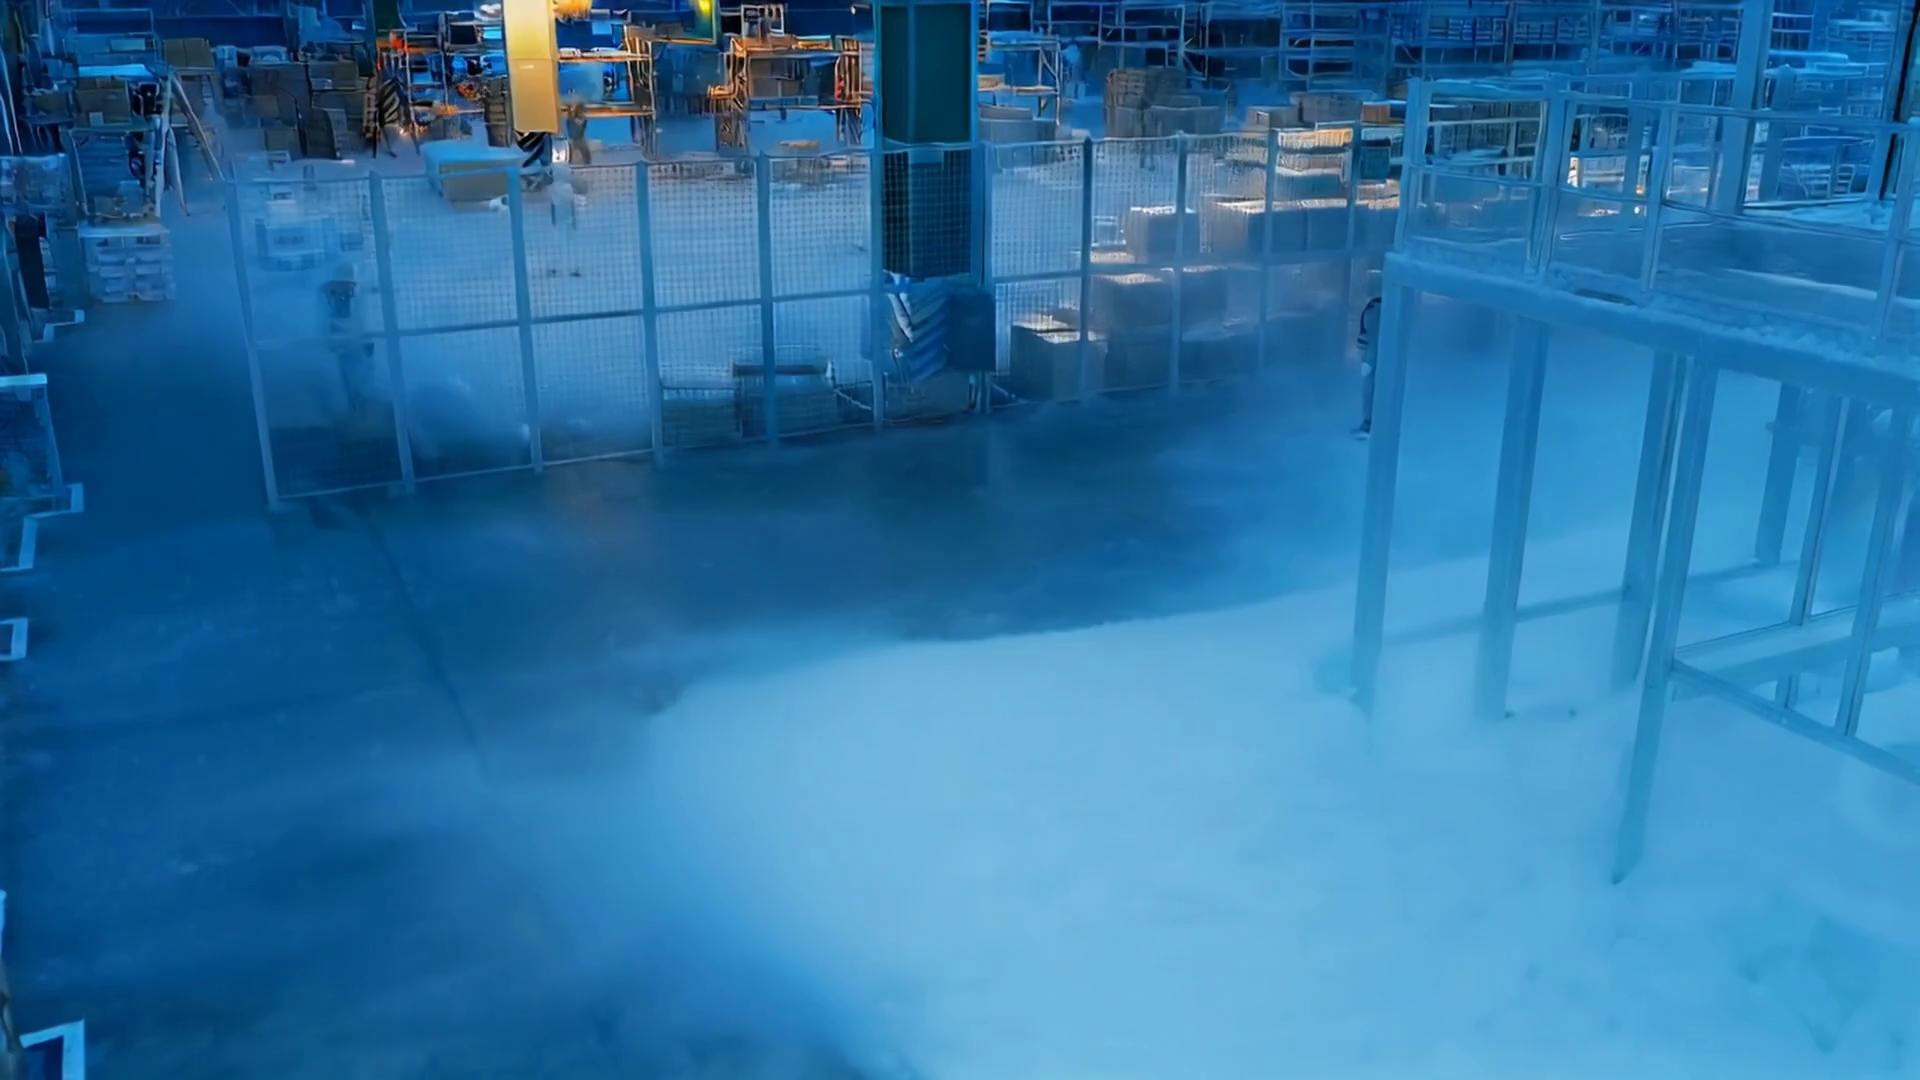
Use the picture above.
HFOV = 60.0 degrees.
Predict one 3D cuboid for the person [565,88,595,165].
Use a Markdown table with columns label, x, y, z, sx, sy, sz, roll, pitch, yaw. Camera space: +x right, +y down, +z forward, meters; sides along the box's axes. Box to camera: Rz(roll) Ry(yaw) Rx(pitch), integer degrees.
| label | x | y | z | sx | sy | sz | roll | pitch | yaw |
| --- | --- | --- | --- | --- | --- | --- | --- | --- | --- |
| person | -9.901 | -10.635 | 42.767 | 1.035 | 2.000 | 0.701 | -10 | 21 | -26 |

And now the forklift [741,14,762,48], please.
| label | x | y | z | sx | sy | sz | roll | pitch | yaw |
| --- | --- | --- | --- | --- | --- | --- | --- | --- | --- |
| forklift | -9.802 | -23.402 | 78.507 | 1.129 | 2.768 | 1.873 | -9 | 21 | -25 |

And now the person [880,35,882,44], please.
| label | x | y | z | sx | sy | sz | roll | pitch | yaw |
| --- | --- | --- | --- | --- | --- | --- | --- | --- | --- |
| person | -3.763 | -23.958 | 81.546 | 0.553 | 1.933 | 0.370 | 7 | 20 | 19 |

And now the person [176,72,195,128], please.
| label | x | y | z | sx | sy | sz | roll | pitch | yaw |
| --- | --- | --- | --- | --- | --- | --- | --- | --- | --- |
| person | -24.307 | -13.877 | 52.351 | 0.497 | 1.914 | 0.593 | 17 | 26 | 41 |

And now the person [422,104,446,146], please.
| label | x | y | z | sx | sy | sz | roll | pitch | yaw |
| --- | --- | --- | --- | --- | --- | --- | --- | --- | --- |
| person | -12.346 | -9.330 | 39.223 | 0.622 | 1.883 | 0.744 | 6 | 20 | 18 |

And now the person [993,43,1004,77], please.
| label | x | y | z | sx | sy | sz | roll | pitch | yaw |
| --- | --- | --- | --- | --- | --- | --- | --- | --- | --- |
| person | 1.572 | -20.429 | 71.495 | 0.727 | 1.816 | 0.654 | -9 | 21 | -25 |

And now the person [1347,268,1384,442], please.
| label | x | y | z | sx | sy | sz | roll | pitch | yaw |
| --- | --- | --- | --- | --- | --- | --- | --- | --- | --- |
| person | 4.435 | -1.998 | 17.966 | 0.350 | 1.884 | 0.583 | 6 | 20 | 17 |

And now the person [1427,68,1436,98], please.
| label | x | y | z | sx | sy | sz | roll | pitch | yaw |
| --- | --- | --- | --- | --- | --- | --- | --- | --- | --- |
| person | 16.110 | -15.374 | 57.103 | 0.519 | 1.645 | 0.307 | -17 | 25 | -40 |

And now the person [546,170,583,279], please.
| label | x | y | z | sx | sy | sz | roll | pitch | yaw |
| --- | --- | --- | --- | --- | --- | --- | --- | --- | --- |
| person | -6.573 | -5.241 | 27.491 | 0.532 | 1.805 | 1.033 | -17 | 25 | -40 |

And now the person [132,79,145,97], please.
| label | x | y | z | sx | sy | sz | roll | pitch | yaw |
| --- | --- | --- | --- | --- | --- | --- | --- | --- | --- |
| person | -25.369 | -13.405 | 51.419 | 0.522 | 1.631 | 0.324 | 5 | 20 | 14 |

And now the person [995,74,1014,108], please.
| label | x | y | z | sx | sy | sz | roll | pitch | yaw |
| --- | --- | --- | --- | --- | --- | --- | --- | --- | --- |
| person | 1.319 | -12.967 | 49.763 | 0.577 | 1.884 | 0.353 | 7 | 20 | 19 |

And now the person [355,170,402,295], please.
| label | x | y | z | sx | sy | sz | roll | pitch | yaw |
| --- | --- | --- | --- | --- | --- | --- | --- | --- | --- |
| person | -9.111 | -4.789 | 25.974 | 0.602 | 1.939 | 0.397 | 9 | 21 | 26 |

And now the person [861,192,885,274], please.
| label | x | y | z | sx | sy | sz | roll | pitch | yaw |
| --- | --- | --- | --- | --- | --- | --- | --- | --- | --- |
| person | -1.158 | -4.143 | 24.250 | 0.429 | 1.844 | 0.627 | 11 | 22 | 29 |

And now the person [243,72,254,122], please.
| label | x | y | z | sx | sy | sz | roll | pitch | yaw |
| --- | --- | --- | --- | --- | --- | --- | --- | --- | --- |
| person | -23.255 | -14.565 | 54.691 | 0.559 | 1.680 | 0.403 | -5 | 20 | -13 |

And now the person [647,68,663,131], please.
| label | x | y | z | sx | sy | sz | roll | pitch | yaw |
| --- | --- | --- | --- | --- | --- | --- | --- | --- | --- |
| person | -9.594 | -13.810 | 52.125 | 0.372 | 1.941 | 0.627 | -10 | 21 | -27 |

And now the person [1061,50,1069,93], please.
| label | x | y | z | sx | sy | sz | roll | pitch | yaw |
| --- | --- | --- | --- | --- | --- | --- | --- | --- | --- |
| person | 4.309 | -19.195 | 68.100 | 0.317 | 1.695 | 0.540 | 8 | 20 | 21 |

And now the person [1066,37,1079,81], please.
| label | x | y | z | sx | sy | sz | roll | pitch | yaw |
| --- | --- | --- | --- | --- | --- | --- | --- | --- | --- |
| person | 4.900 | -20.949 | 72.732 | 0.611 | 1.996 | 0.379 | -2 | 19 | -7 |

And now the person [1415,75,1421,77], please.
| label | x | y | z | sx | sy | sz | roll | pitch | yaw |
| --- | --- | --- | --- | --- | --- | --- | --- | --- | --- |
| person | 14.023 | -13.399 | 51.193 | 0.312 | 1.767 | 0.533 | 18 | 26 | 41 |

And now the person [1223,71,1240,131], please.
| label | x | y | z | sx | sy | sz | roll | pitch | yaw |
| --- | --- | --- | --- | --- | --- | --- | --- | --- | --- |
| person | 8.240 | -13.193 | 50.318 | 0.627 | 1.951 | 0.725 | -15 | 24 | -36 |

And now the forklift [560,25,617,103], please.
| label | x | y | z | sx | sy | sz | roll | pitch | yaw |
| --- | --- | --- | --- | --- | --- | --- | --- | --- | --- |
| forklift | -14.053 | -17.892 | 62.535 | 1.873 | 2.768 | 1.129 | -9 | 21 | -25 |

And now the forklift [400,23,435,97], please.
| label | x | y | z | sx | sy | sz | roll | pitch | yaw |
| --- | --- | --- | --- | --- | --- | --- | --- | --- | --- |
| forklift | -21.535 | -18.997 | 65.739 | 1.129 | 2.768 | 1.873 | -7 | 20 | -18 |

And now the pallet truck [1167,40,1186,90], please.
| label | x | y | z | sx | sy | sz | roll | pitch | yaw |
| --- | --- | --- | --- | --- | --- | --- | --- | --- | --- |
| pallet truck | 9.045 | -19.971 | 69.895 | 0.823 | 1.965 | 1.885 | -3 | 19 | -8 |

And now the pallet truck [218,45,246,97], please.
| label | x | y | z | sx | sy | sz | roll | pitch | yaw |
| --- | --- | --- | --- | --- | --- | --- | --- | --- | --- |
| pallet truck | -28.879 | -18.665 | 66.111 | 0.823 | 1.965 | 1.885 | -3 | 19 | -9 |

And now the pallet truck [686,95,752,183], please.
| label | x | y | z | sx | sy | sz | roll | pitch | yaw |
| --- | --- | --- | --- | --- | --- | --- | --- | --- | --- |
| pallet truck | -5.836 | -9.608 | 39.856 | 0.823 | 1.965 | 1.885 | 10 | 22 | 27 |

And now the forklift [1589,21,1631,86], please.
| label | x | y | z | sx | sy | sz | roll | pitch | yaw |
| --- | --- | --- | --- | --- | --- | --- | --- | --- | --- |
| forklift | 26.440 | -19.499 | 67.193 | 1.873 | 2.768 | 1.129 | -9 | 21 | -25 |

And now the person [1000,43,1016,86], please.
| label | x | y | z | sx | sy | sz | roll | pitch | yaw |
| --- | --- | --- | --- | --- | --- | --- | --- | --- | --- |
| person | 1.996 | -19.577 | 68.842 | 0.637 | 1.936 | 0.355 | 3 | 19 | 9 |

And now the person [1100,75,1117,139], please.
| label | x | y | z | sx | sy | sz | roll | pitch | yaw |
| --- | --- | --- | --- | --- | --- | --- | --- | --- | --- |
| person | 4.437 | -12.939 | 49.729 | 0.528 | 1.857 | 0.319 | 13 | 23 | 34 |

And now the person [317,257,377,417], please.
| label | x | y | z | sx | sy | sz | roll | pitch | yaw |
| --- | --- | --- | --- | --- | --- | --- | --- | --- | --- |
| person | -6.928 | -2.291 | 18.908 | 0.627 | 1.830 | 0.432 | 0 | 19 | 0 |

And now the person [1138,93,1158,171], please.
| label | x | y | z | sx | sy | sz | roll | pitch | yaw |
| --- | --- | --- | --- | --- | --- | --- | --- | --- | --- |
| person | 4.748 | -10.278 | 41.903 | 0.542 | 1.927 | 0.374 | -6 | 20 | -16 |

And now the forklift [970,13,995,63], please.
| label | x | y | z | sx | sy | sz | roll | pitch | yaw |
| --- | --- | --- | --- | --- | --- | --- | --- | --- | --- |
| forklift | 0.835 | -23.861 | 79.838 | 1.873 | 2.768 | 1.129 | 15 | 24 | 36 |
